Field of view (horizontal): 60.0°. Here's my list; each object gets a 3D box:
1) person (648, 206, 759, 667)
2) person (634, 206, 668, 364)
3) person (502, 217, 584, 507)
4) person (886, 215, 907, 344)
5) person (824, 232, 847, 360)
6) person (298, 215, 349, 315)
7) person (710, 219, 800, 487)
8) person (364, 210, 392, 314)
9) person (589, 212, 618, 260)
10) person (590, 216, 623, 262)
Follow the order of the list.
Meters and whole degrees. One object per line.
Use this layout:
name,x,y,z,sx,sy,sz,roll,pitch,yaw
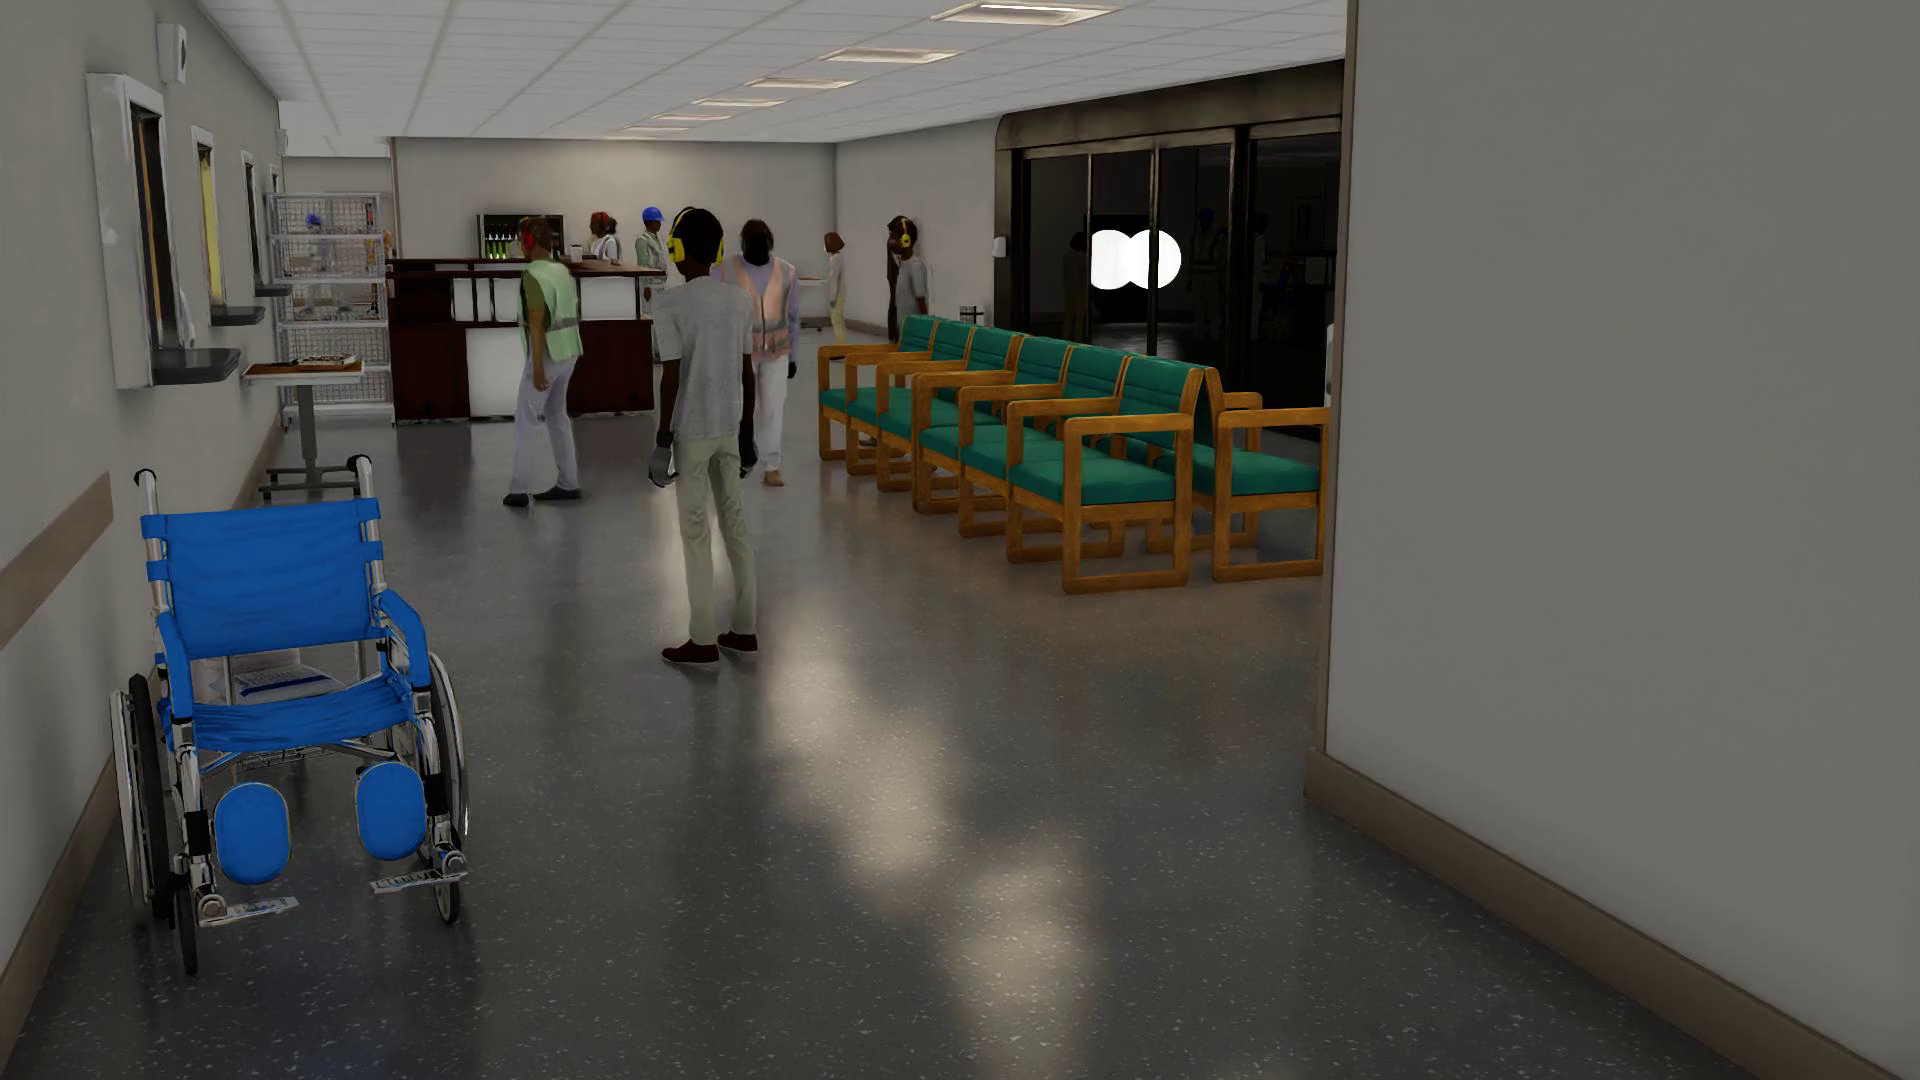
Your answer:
person,-1.048,-0.413,6.806,0.310,1.868,0.533,10,15,42
person,-3.845,-3.183,20.813,0.384,1.949,0.604,2,11,10
person,-2.667,-1.133,10.621,0.501,1.822,0.575,3,11,13
person,-0.853,-3.647,23.474,0.344,1.839,0.504,-6,12,-28
person,-1.593,-3.109,21.278,0.286,1.628,0.505,1,11,4
person,-11.983,-5.169,31.211,0.619,1.889,1.018,7,13,33
person,-1.417,-1.287,11.429,0.635,1.819,0.605,-4,12,-20
person,-10.983,-5.235,31.372,0.543,1.939,0.360,1,11,6
person,-4.424,-3.112,20.616,0.347,1.882,0.584,-7,13,-34
person,-5.263,-3.910,24.861,0.634,1.827,0.451,10,15,41
